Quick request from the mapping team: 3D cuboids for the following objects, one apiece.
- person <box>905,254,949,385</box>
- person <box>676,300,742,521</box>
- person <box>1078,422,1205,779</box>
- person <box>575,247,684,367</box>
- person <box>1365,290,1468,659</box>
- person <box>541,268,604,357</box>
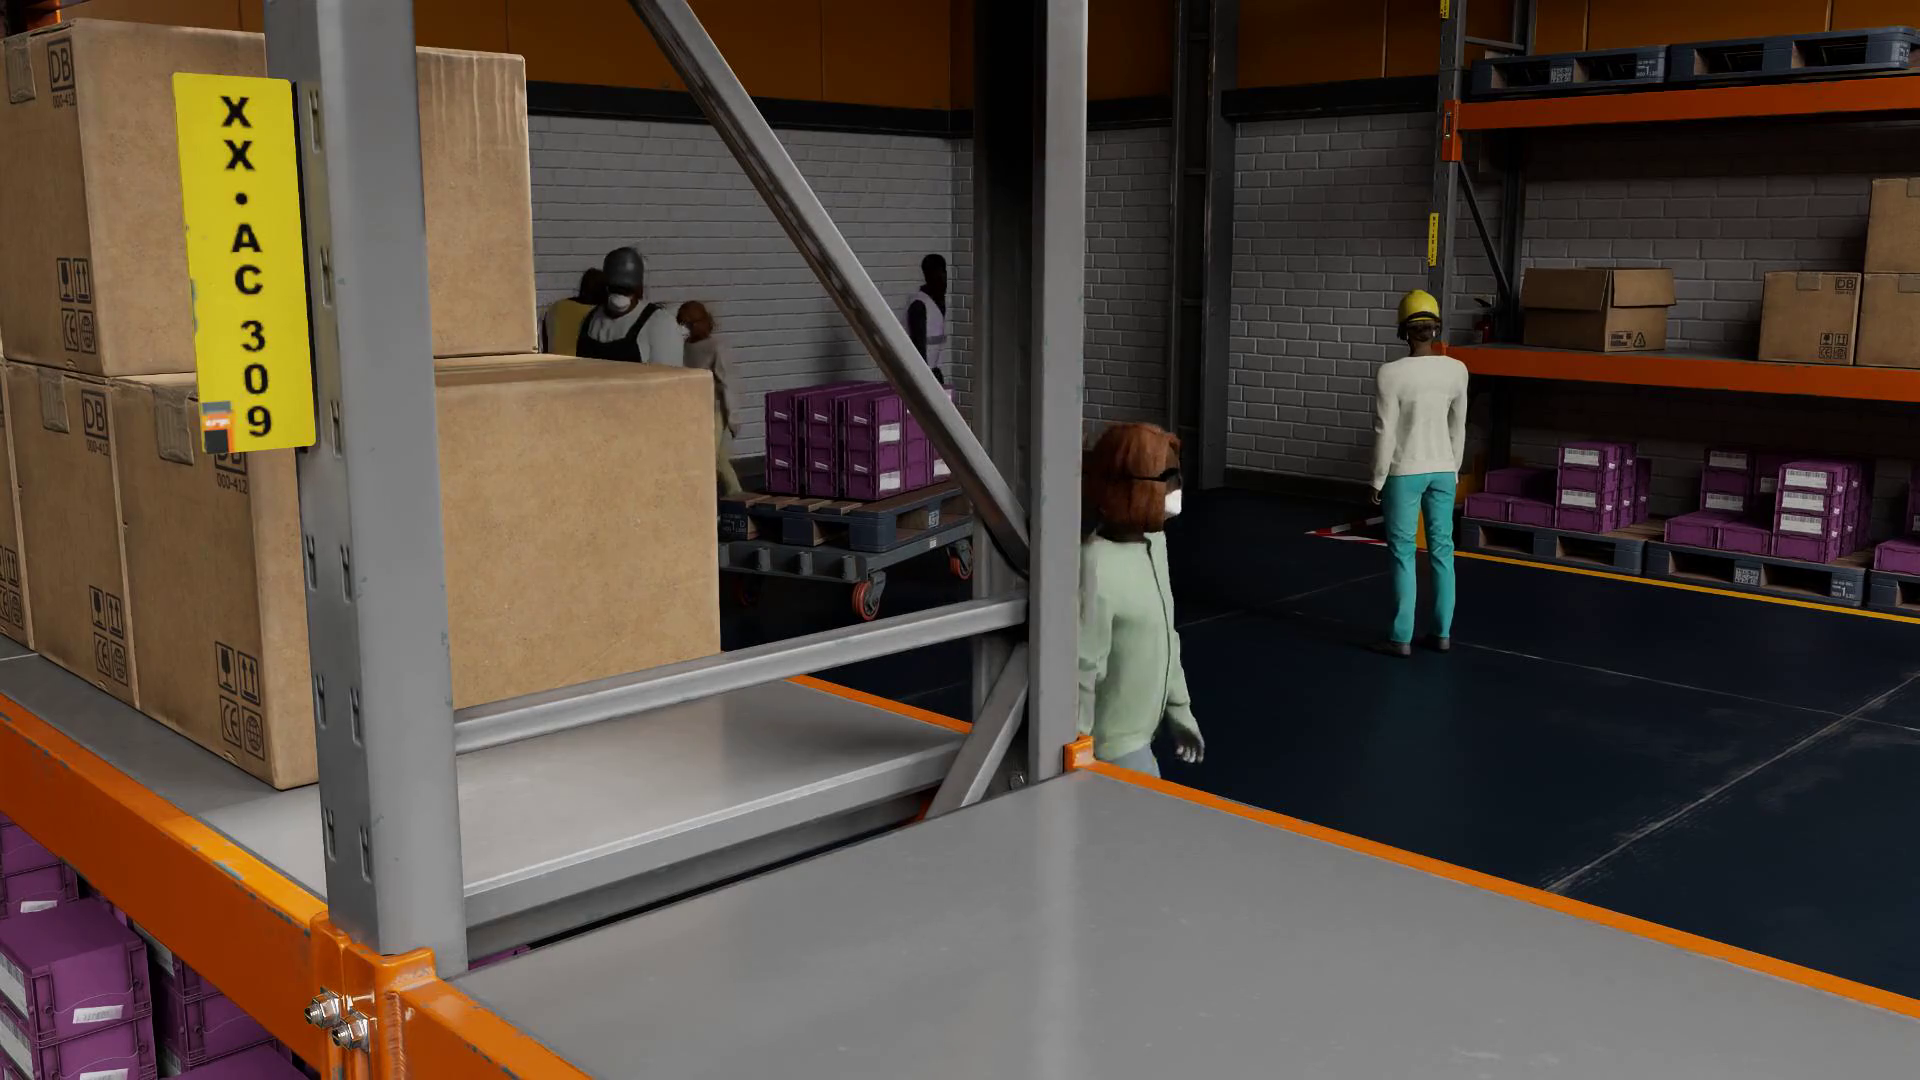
[{"bbox_3d":[-0.294,-1.339,13.292,0.494,1.874,0.614,4,11,21],"label":"person"},{"bbox_3d":[-1.719,-0.858,11.491,0.518,1.590,0.774,10,14,42],"label":"person"},{"bbox_3d":[0.339,0.489,4.099,0.845,1.592,0.504,3,11,18],"label":"person"},{"bbox_3d":[-1.816,-0.647,9.072,0.689,2.000,1.023,4,11,23],"label":"person"},{"bbox_3d":[2.181,-0.310,7.992,0.526,1.765,0.329,-4,11,-21],"label":"person"},{"bbox_3d":[-2.580,-0.951,11.420,0.719,1.797,0.432,5,12,26],"label":"person"}]
